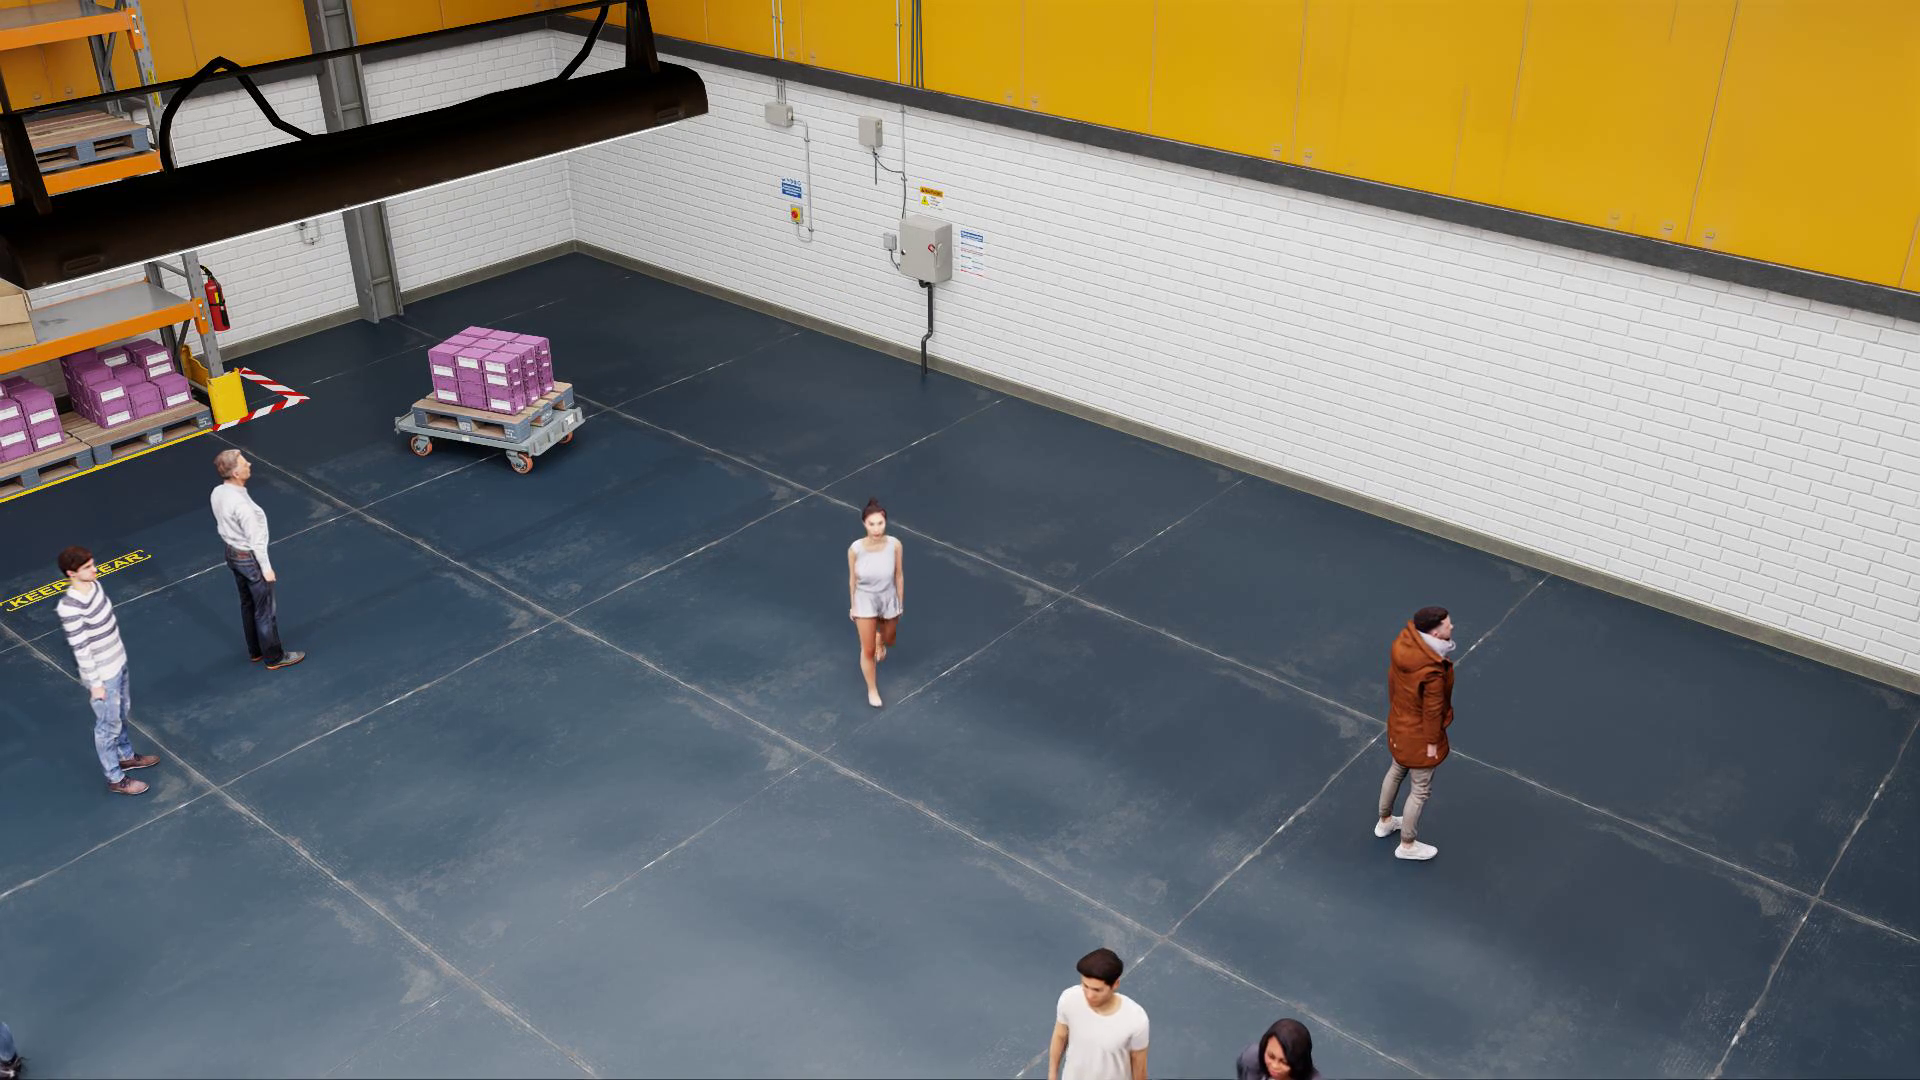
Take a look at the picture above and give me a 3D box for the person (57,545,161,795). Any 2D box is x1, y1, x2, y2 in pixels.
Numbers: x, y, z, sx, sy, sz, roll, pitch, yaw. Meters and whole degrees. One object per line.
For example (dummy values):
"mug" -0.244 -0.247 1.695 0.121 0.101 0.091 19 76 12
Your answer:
"person" -5.868 0.861 11.368 0.758 1.852 0.712 -4 29 -7

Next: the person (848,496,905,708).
"person" -0.641 0.424 12.443 0.911 1.588 0.927 -6 29 -10

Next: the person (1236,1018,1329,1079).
"person" 1.509 2.890 7.930 0.694 1.581 0.843 19 34 31

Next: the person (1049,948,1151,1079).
"person" 0.726 2.642 8.266 0.785 1.695 1.073 13 31 22

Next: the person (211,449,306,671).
"person" -5.443 0.133 12.735 0.649 1.819 0.536 22 36 35

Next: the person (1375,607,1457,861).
"person" 2.940 1.222 10.719 0.896 1.839 0.855 -8 30 -14
